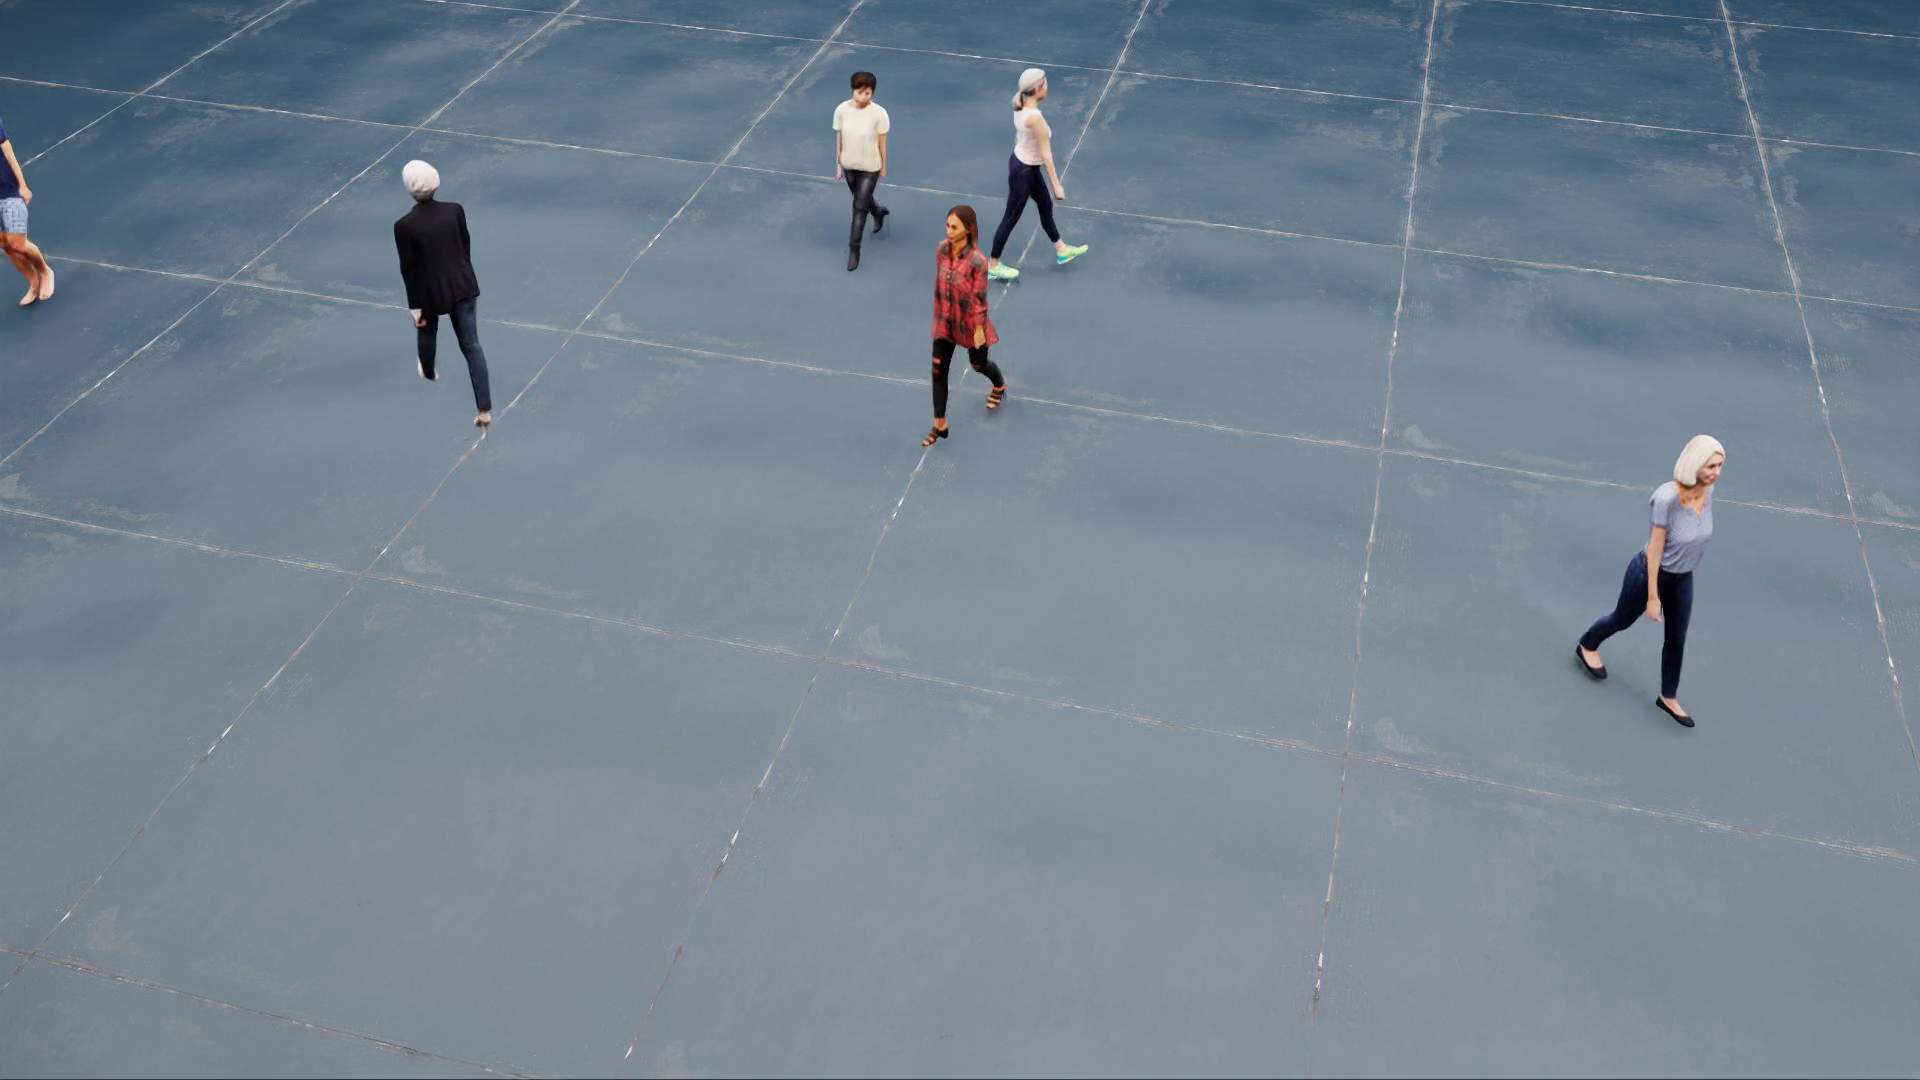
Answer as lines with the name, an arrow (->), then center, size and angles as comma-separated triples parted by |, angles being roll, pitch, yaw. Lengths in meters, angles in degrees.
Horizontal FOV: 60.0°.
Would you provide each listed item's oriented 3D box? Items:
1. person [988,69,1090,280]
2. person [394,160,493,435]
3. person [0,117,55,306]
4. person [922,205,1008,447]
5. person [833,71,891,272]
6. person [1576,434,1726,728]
person -> 0.407, -2.746, 12.716 | 0.996, 1.664, 1.125 | -6, 38, -8
person -> -3.135, -1.452, 10.095 | 1.208, 1.749, 1.168 | -21, 43, -24
person -> -7.171, -2.649, 12.459 | 0.680, 1.829, 0.677 | 3, 38, 3
person -> 0.074, -1.454, 11.060 | 0.911, 1.670, 1.155 | 27, 45, 30
person -> -0.744, -2.953, 13.073 | 0.688, 1.550, 1.042 | 18, 42, 22
person -> 3.719, 0.155, 8.987 | 0.948, 1.690, 1.071 | -15, 40, -18
